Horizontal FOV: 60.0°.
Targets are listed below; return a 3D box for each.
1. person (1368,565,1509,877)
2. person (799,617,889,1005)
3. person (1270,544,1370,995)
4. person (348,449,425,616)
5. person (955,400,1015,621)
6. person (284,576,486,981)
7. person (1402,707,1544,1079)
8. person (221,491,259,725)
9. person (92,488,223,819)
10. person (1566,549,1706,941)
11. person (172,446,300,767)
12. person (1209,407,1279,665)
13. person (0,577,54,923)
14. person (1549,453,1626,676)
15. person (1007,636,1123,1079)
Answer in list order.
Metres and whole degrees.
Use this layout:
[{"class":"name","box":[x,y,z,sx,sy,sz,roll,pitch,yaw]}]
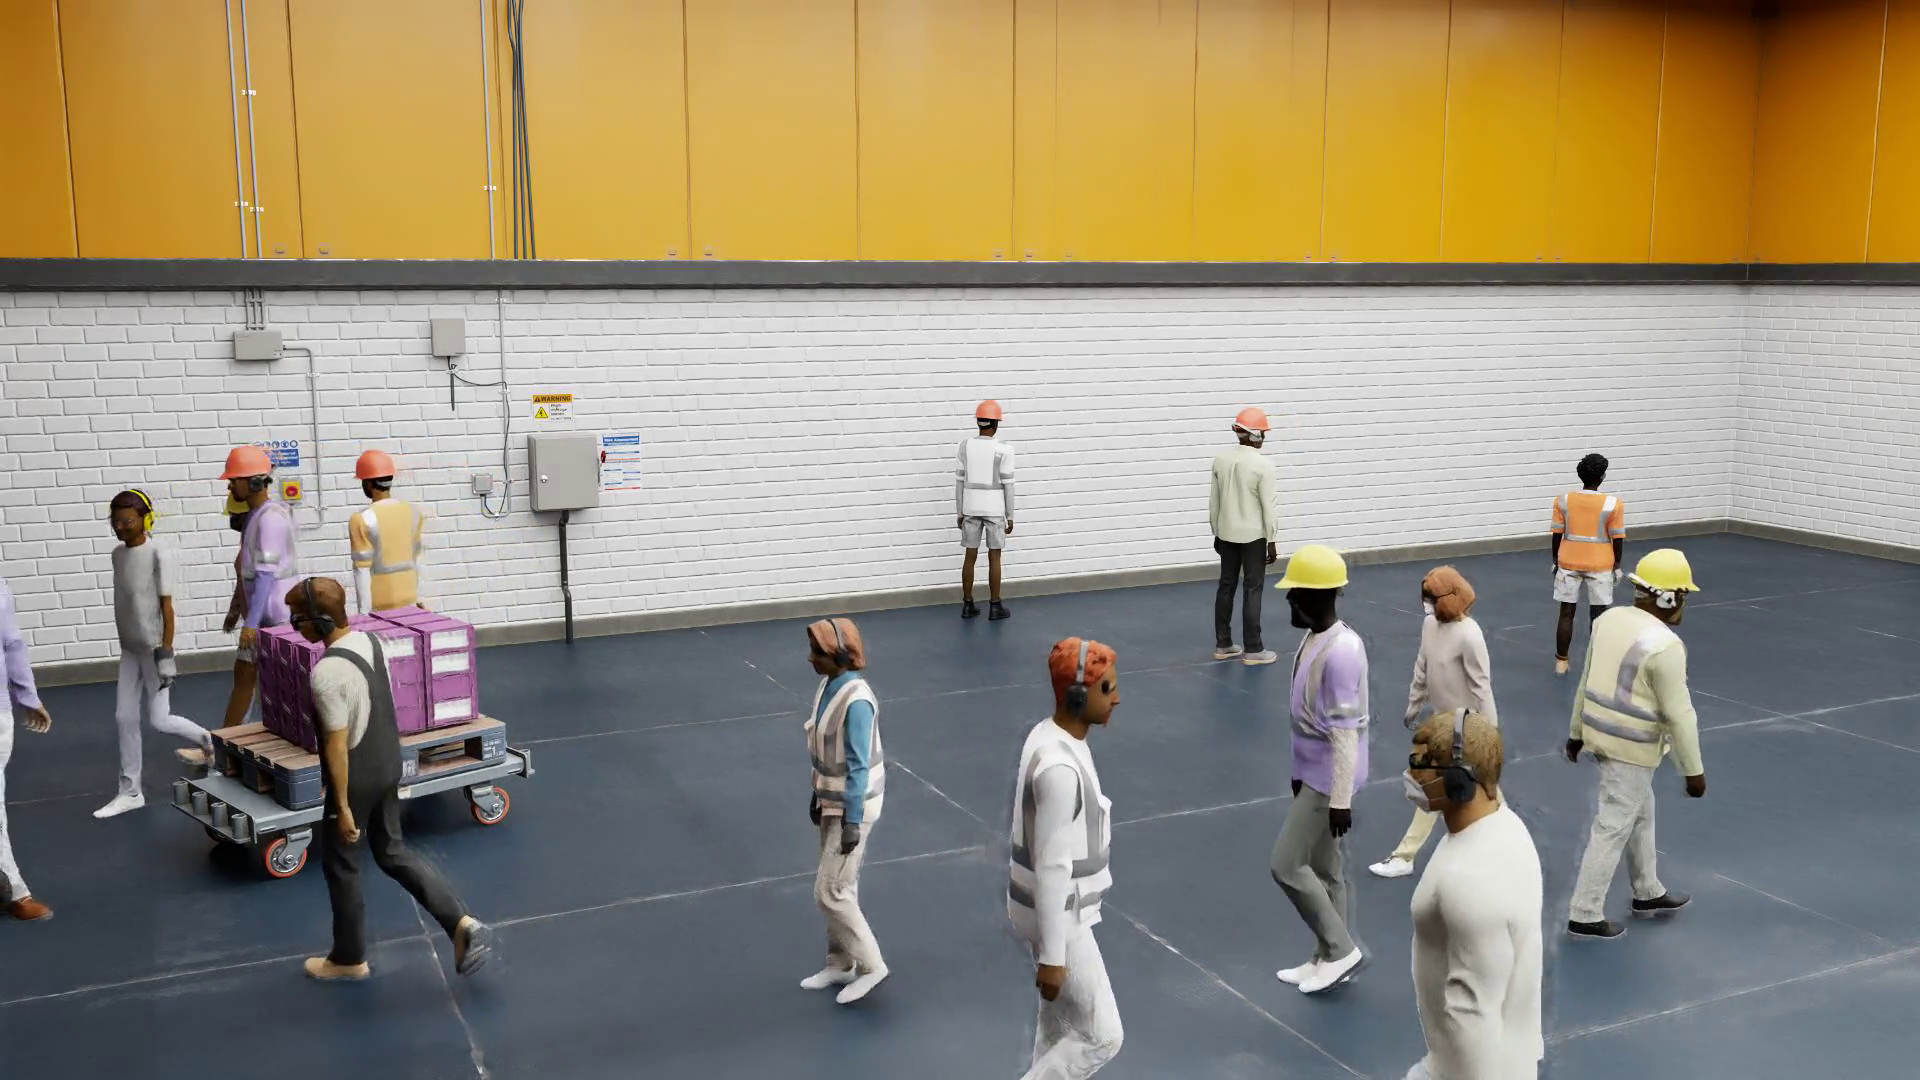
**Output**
[{"class":"person","box":[2.502,0.899,8.397,0.886,1.585,0.548,-2,9,-10]},{"class":"person","box":[-0.483,1.121,6.884,0.342,1.631,0.552,-3,10,-20]},{"class":"person","box":[1.487,0.967,6.946,0.421,1.912,0.618,1,9,4]},{"class":"person","box":[-3.629,0.369,10.683,0.864,1.909,0.550,7,12,37]},{"class":"person","box":[0.229,-0.260,14.537,0.543,1.930,0.380,3,10,19]},{"class":"person","box":[-2.428,1.025,6.951,0.777,1.802,0.577,2,9,12]},{"class":"person","box":[1.268,1.377,4.388,0.572,1.916,0.664,4,10,23]},{"class":"person","box":[-4.413,0.514,10.350,0.761,1.730,0.551,-5,10,-27]},{"class":"person","box":[-4.519,0.612,9.369,0.556,1.850,0.687,5,10,26]},{"class":"person","box":[3.131,0.930,7.565,0.818,1.794,0.655,-1,9,-7]},{"class":"person","box":[-4.250,0.421,10.116,1.041,1.987,0.633,-6,11,-34]},{"class":"person","box":[2.223,-0.035,12.937,0.396,1.990,0.621,-8,12,-41]},{"class":"person","box":[-4.722,0.841,7.825,0.908,1.909,0.670,2,9,12]},{"class":"person","box":[4.670,0.198,12.402,0.542,1.695,0.316,6,11,35]},{"class":"person","box":[0.342,1.233,5.443,0.423,1.870,0.606,0,9,0]}]
